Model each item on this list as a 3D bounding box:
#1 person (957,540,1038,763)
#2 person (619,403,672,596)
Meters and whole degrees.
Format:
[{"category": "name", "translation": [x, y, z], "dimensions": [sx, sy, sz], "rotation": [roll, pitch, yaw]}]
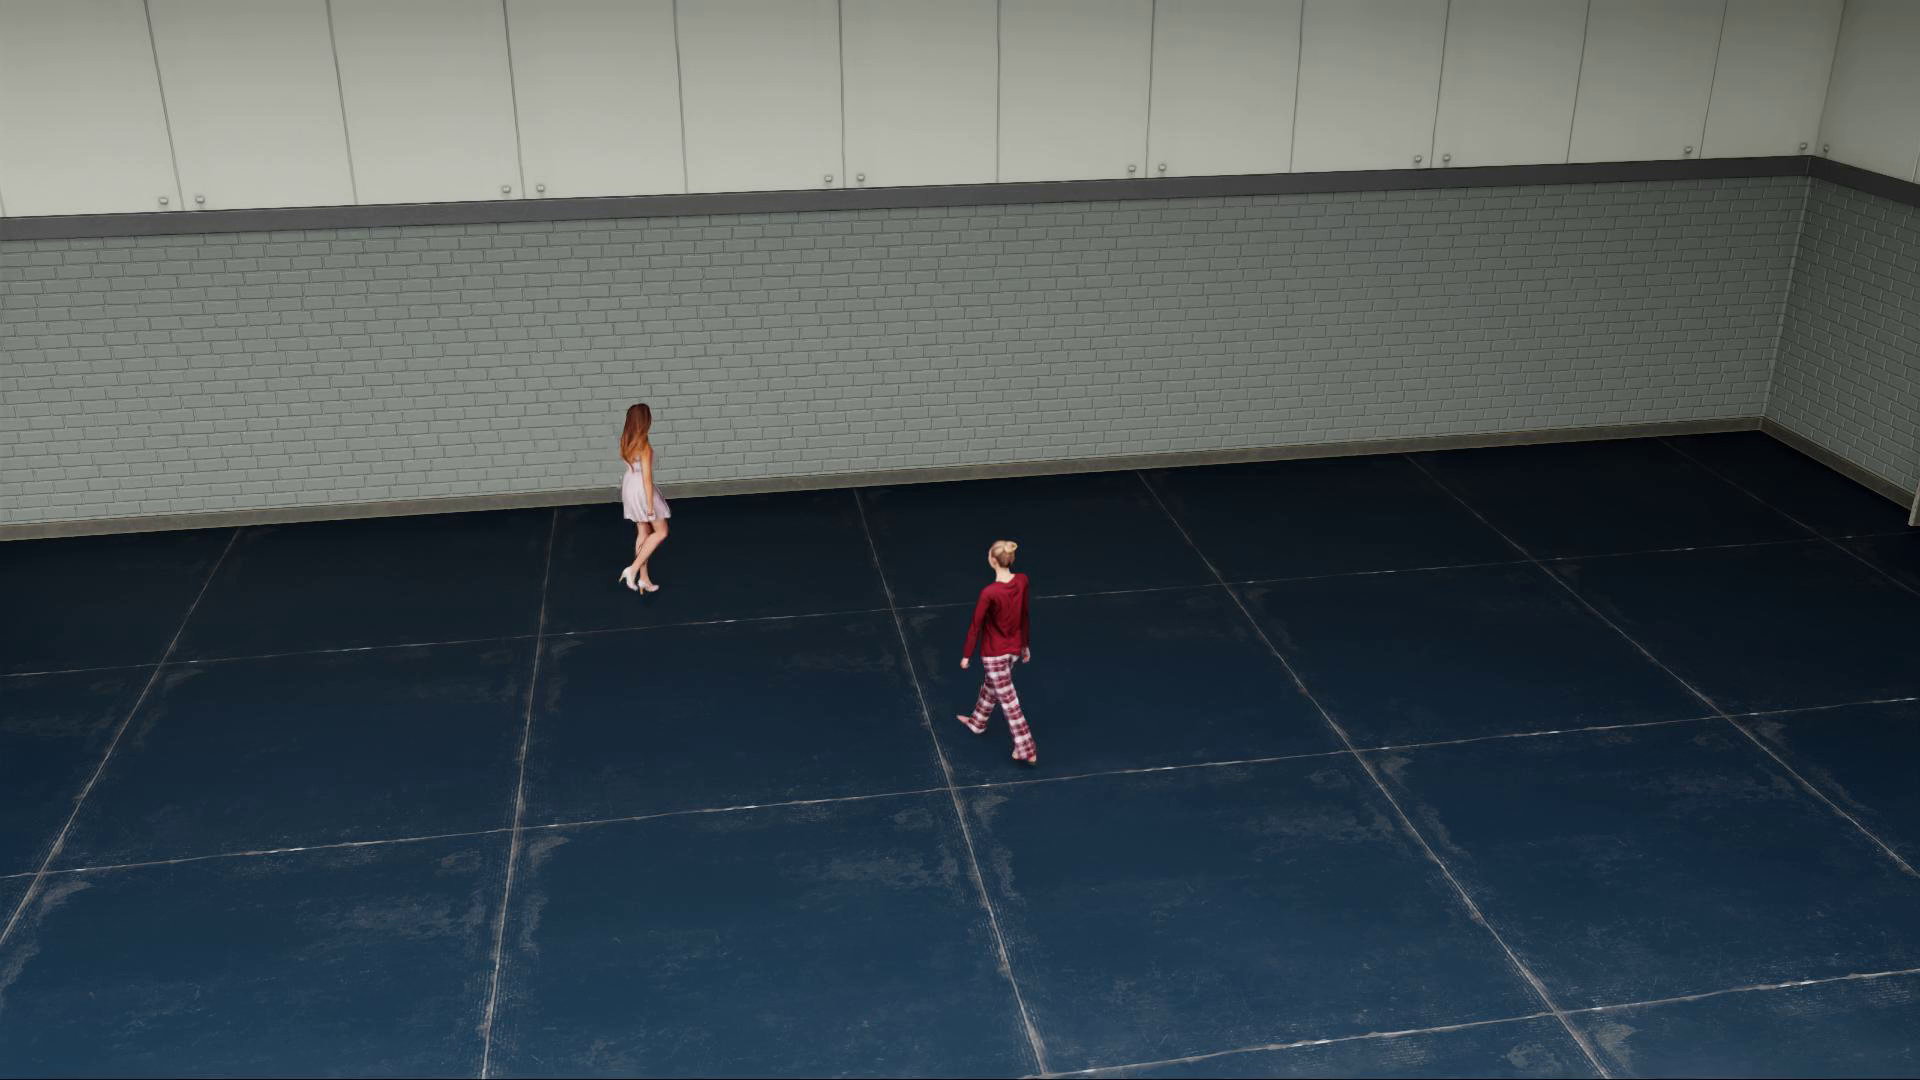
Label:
[{"category": "person", "translation": [0.345, 0.823, 11.816], "dimensions": [1.008, 1.654, 1.147], "rotation": [-21, 31, -40]}, {"category": "person", "translation": [-2.815, -0.304, 14.332], "dimensions": [0.811, 1.758, 0.836], "rotation": [21, 31, 40]}]
